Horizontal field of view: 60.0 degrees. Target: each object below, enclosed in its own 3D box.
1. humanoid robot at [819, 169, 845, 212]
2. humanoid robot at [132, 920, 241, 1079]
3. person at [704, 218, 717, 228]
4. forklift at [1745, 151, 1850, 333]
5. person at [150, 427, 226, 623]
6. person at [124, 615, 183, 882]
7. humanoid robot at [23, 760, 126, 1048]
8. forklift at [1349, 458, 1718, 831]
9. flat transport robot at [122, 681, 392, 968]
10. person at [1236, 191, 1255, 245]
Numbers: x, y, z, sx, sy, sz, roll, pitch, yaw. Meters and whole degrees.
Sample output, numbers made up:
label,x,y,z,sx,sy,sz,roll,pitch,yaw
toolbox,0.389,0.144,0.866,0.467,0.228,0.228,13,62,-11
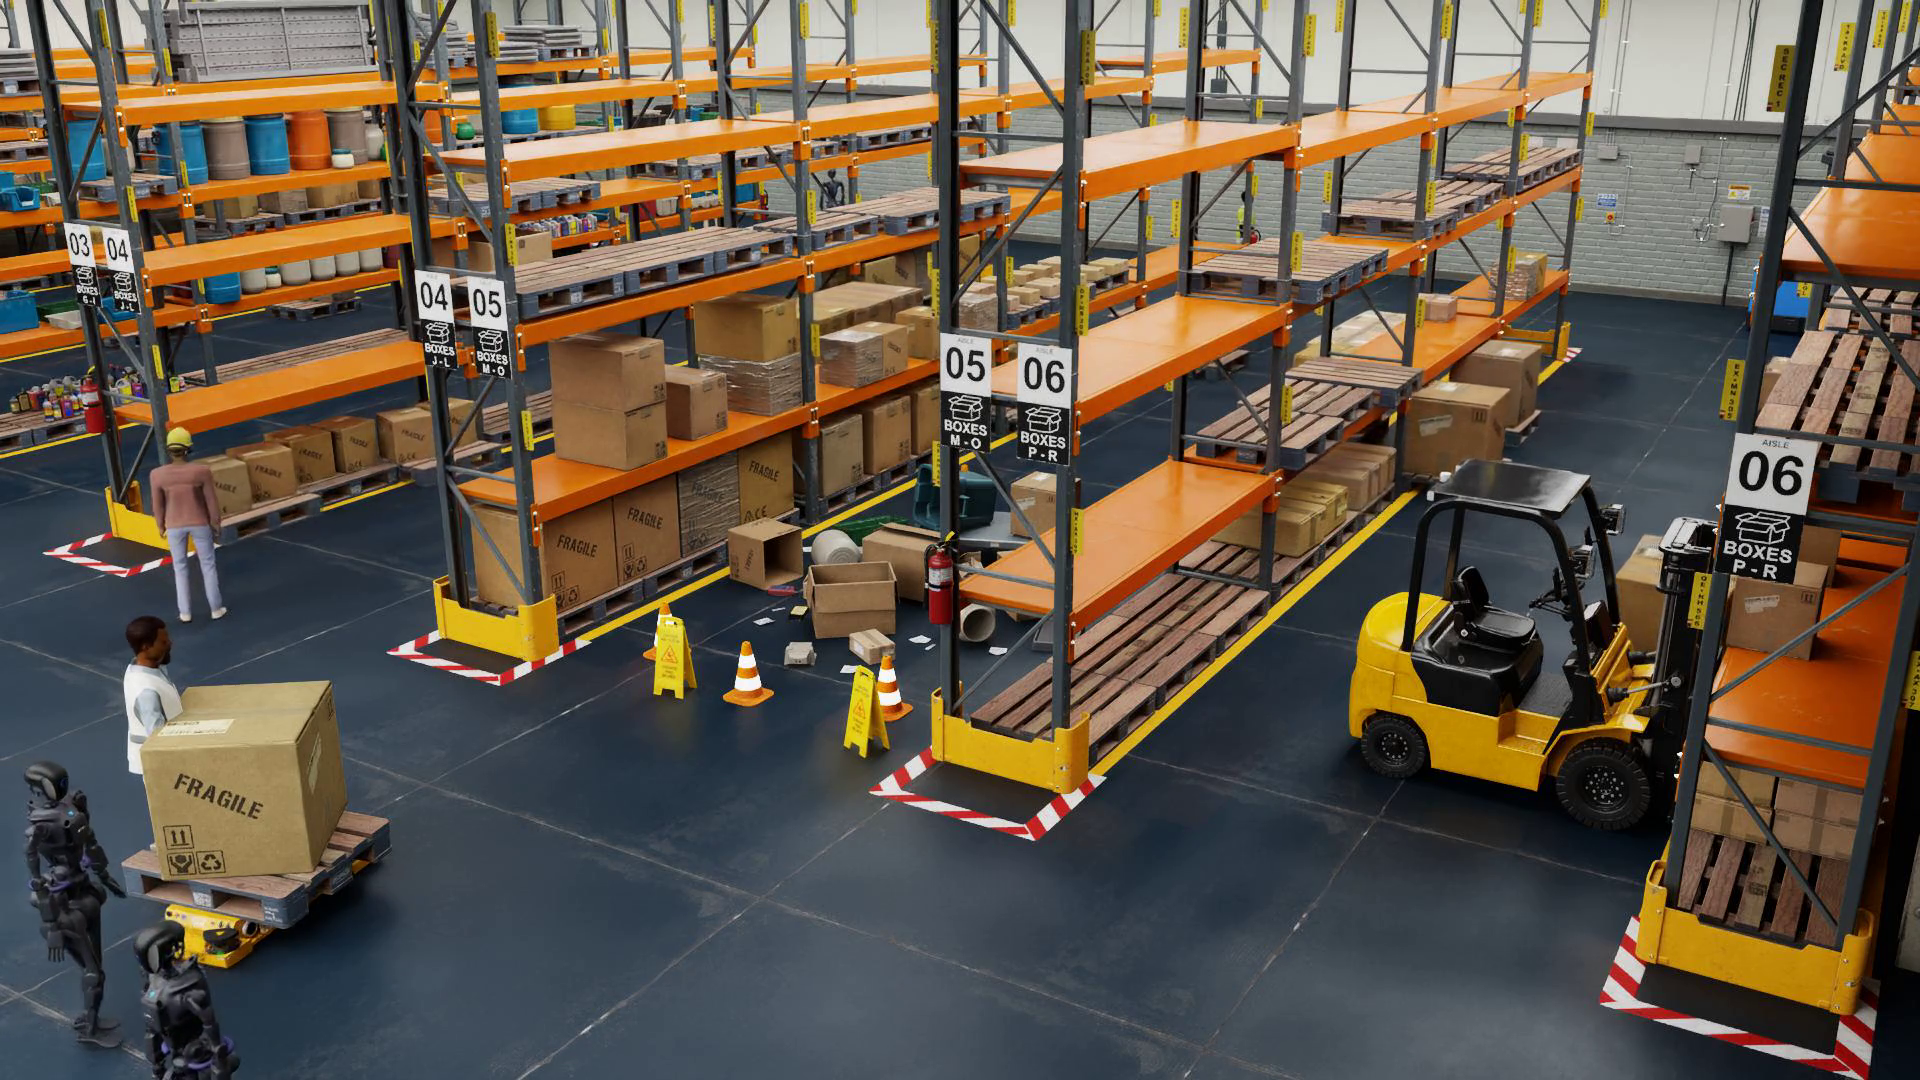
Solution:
label,x,y,z,sx,sy,sz,roll,pitch,yaw
humanoid robot,-2.617,-6.778,34.059,0.603,1.648,0.365,-10,21,-26
humanoid robot,-3.414,2.418,7.543,0.612,1.639,0.750,12,22,31
person,-5.235,-7.064,34.868,0.491,1.688,0.347,-6,20,-18
forklift,13.620,-4.667,26.137,1.873,2.768,1.129,11,22,29
person,-6.817,-0.133,14.722,0.543,1.756,0.360,-6,20,-17
person,-4.853,1.365,10.144,0.392,1.921,0.592,-10,22,-28
humanoid robot,-4.699,1.921,8.899,0.407,1.656,0.609,1,19,2
forklift,3.988,0.658,11.776,2.313,2.155,1.214,11,22,29
flat transport robot,-4.346,2.161,10.368,0.659,0.231,1.431,6,20,18
person,5.232,-5.565,30.513,0.318,1.699,0.534,10,21,26
